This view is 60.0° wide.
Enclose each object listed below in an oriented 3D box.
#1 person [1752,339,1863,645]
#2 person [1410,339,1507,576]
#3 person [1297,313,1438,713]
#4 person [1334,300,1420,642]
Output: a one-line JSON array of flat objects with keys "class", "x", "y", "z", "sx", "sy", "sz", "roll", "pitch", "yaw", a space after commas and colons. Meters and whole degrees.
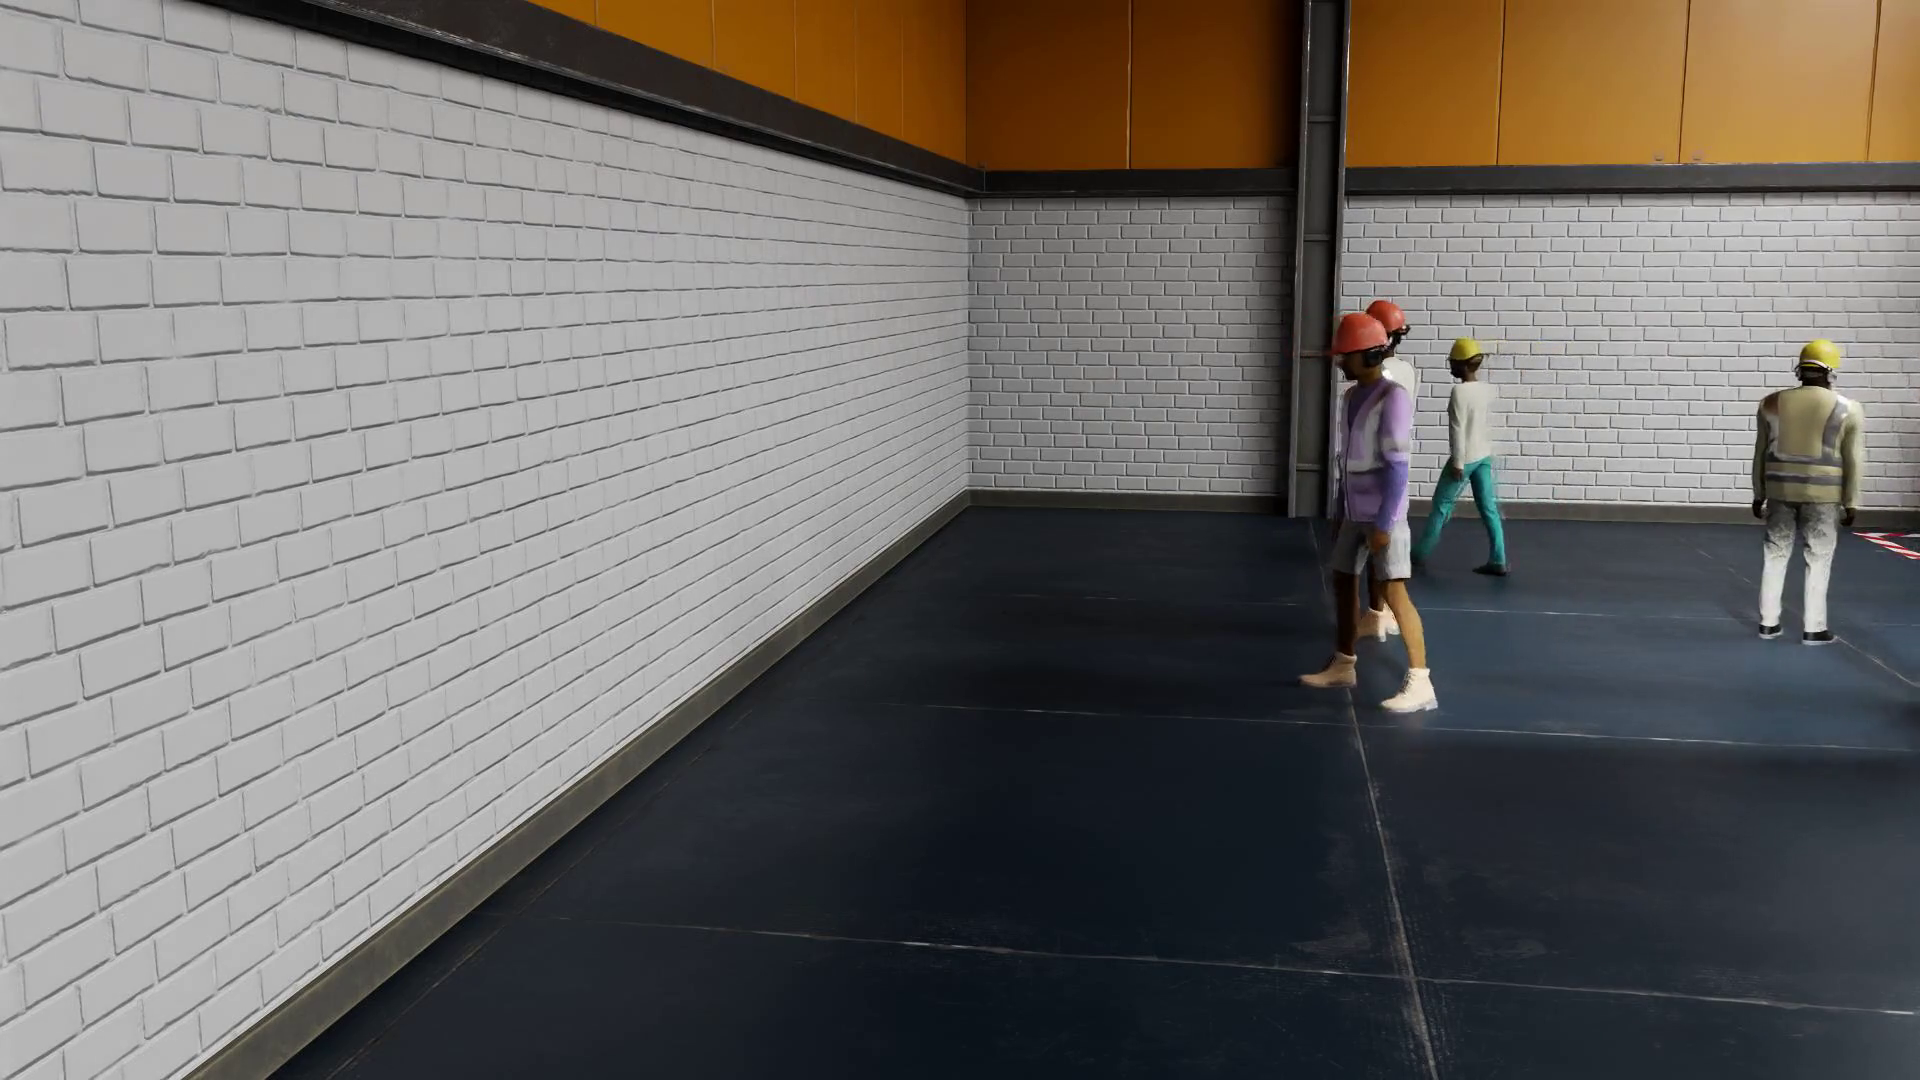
[{"class": "person", "x": 5.048, "y": -0.282, "z": 9.927, "sx": 0.593, "sy": 1.822, "sz": 0.403, "roll": 8, "pitch": 12, "yaw": 40}, {"class": "person", "x": 3.662, "y": -0.609, "z": 12.251, "sx": 0.896, "sy": 1.721, "sz": 0.553, "roll": 9, "pitch": 13, "yaw": 44}, {"class": "person", "x": 2.099, "y": -0.154, "z": 8.553, "sx": 0.466, "sy": 2.027, "sz": 0.644, "roll": -3, "pitch": 9, "yaw": -15}, {"class": "person", "x": 2.509, "y": -0.411, "z": 10.013, "sx": 0.368, "sy": 2.048, "sz": 0.607, "roll": 7, "pitch": 11, "yaw": 37}]
